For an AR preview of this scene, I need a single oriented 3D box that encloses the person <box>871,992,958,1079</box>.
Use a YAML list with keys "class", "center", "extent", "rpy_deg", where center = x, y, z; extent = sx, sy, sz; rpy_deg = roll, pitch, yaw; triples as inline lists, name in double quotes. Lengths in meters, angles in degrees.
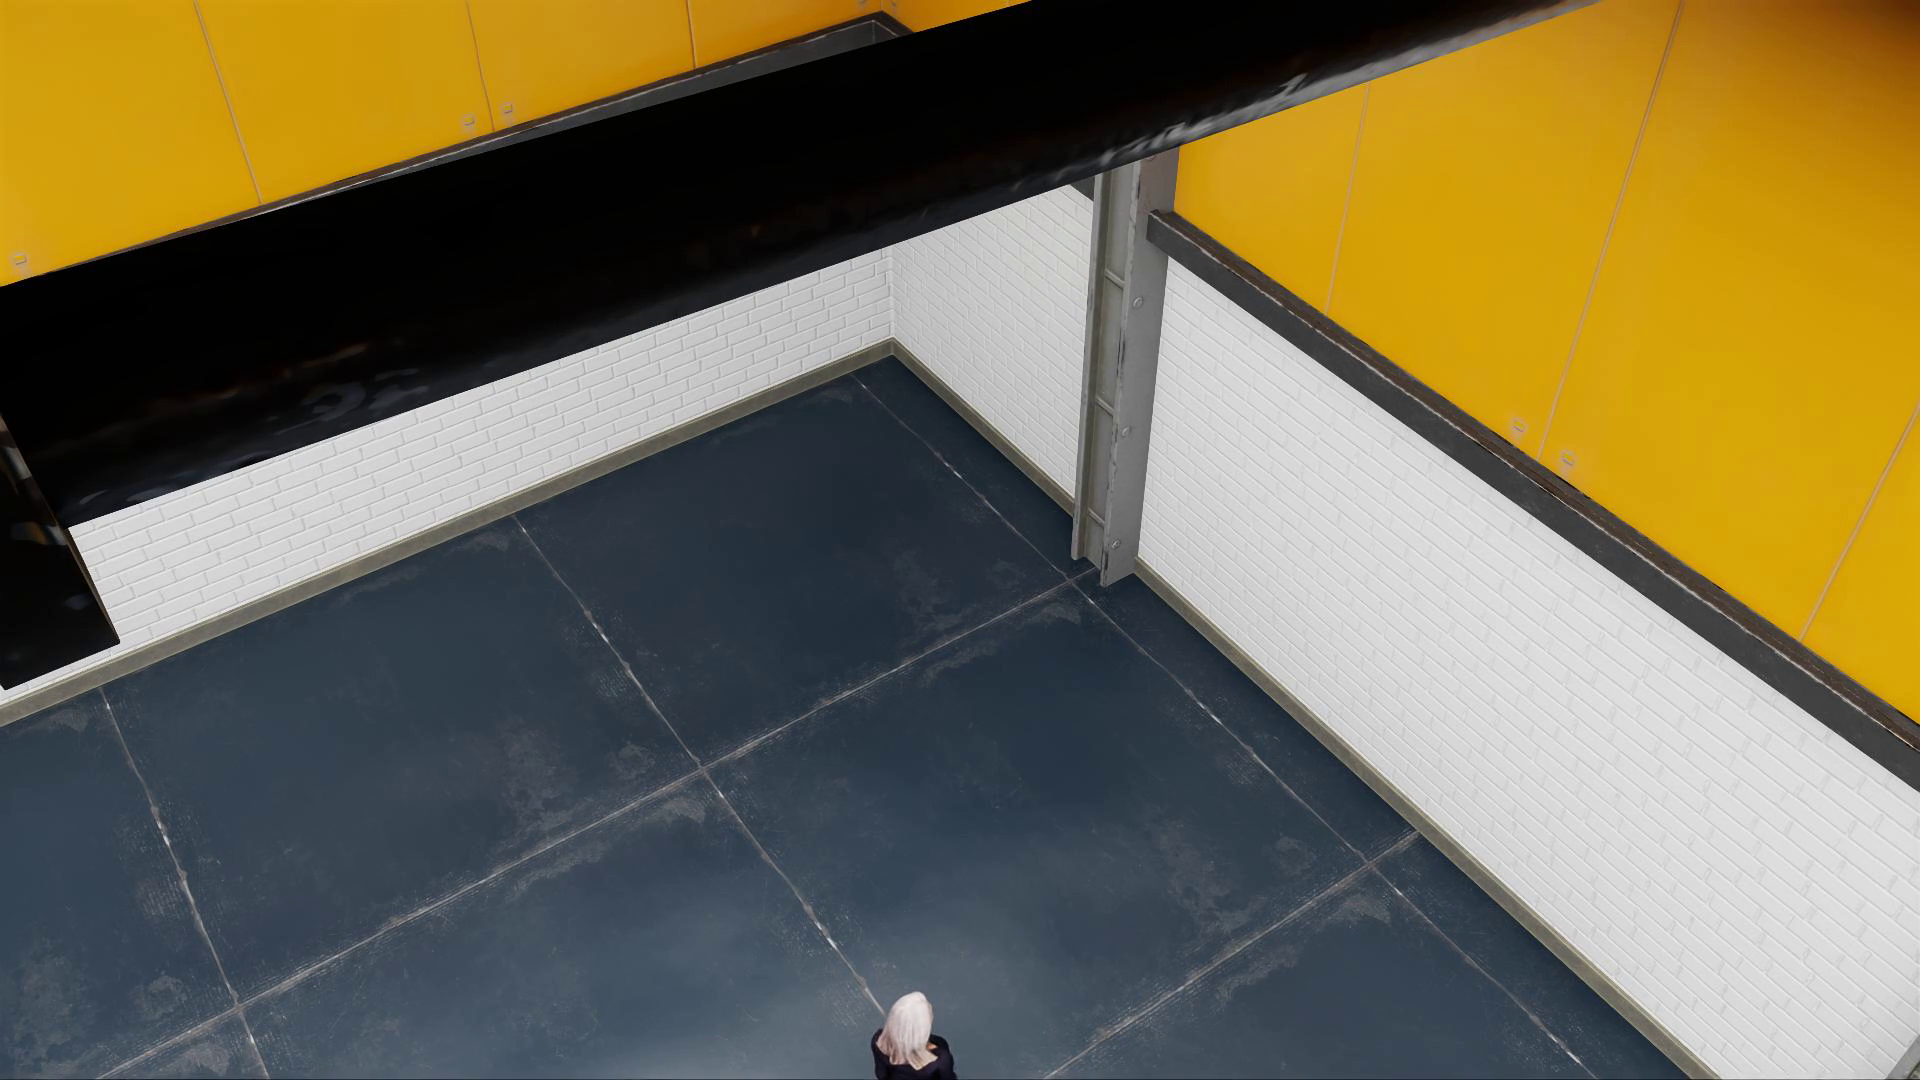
- class: "person"
  center: [-0.208, 2.747, 8.145]
  extent: [0.677, 1.747, 0.759]
  rpy_deg: [14, 45, 14]
